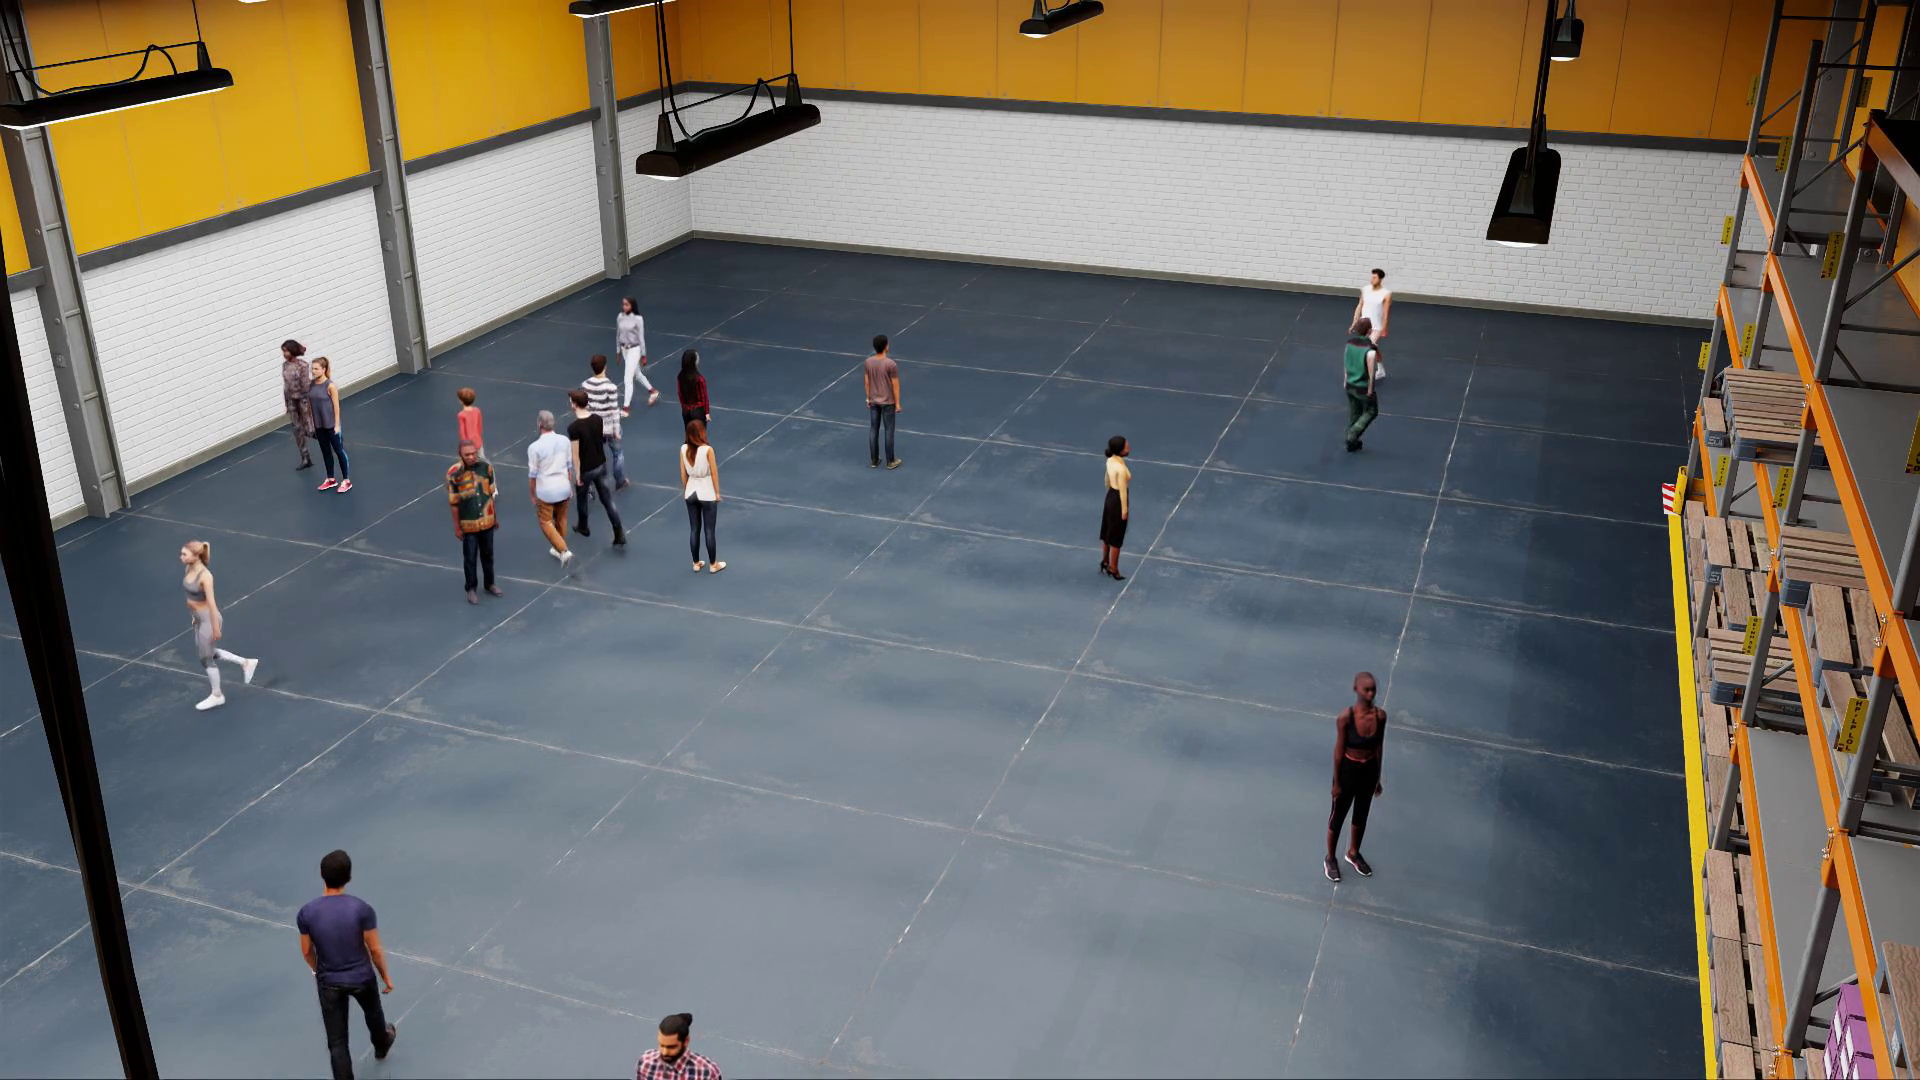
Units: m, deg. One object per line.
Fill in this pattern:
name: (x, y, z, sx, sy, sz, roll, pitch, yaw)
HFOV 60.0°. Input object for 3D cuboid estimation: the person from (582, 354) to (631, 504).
person: (-4.393, -1.327, 20.308, 0.713, 1.812, 1.183, 6, 24, 14)

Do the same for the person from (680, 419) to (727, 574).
person: (-2.875, -0.483, 18.412, 0.592, 1.784, 0.516, 8, 25, 17)

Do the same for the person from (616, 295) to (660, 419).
person: (-4.558, -2.609, 23.401, 0.797, 1.683, 1.249, 14, 27, 30)

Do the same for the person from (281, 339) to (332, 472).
person: (-8.440, -1.763, 21.434, 0.599, 1.708, 0.813, 10, 25, 21)

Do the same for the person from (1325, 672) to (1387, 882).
person: (3.121, 1.842, 13.130, 0.666, 1.755, 0.698, -6, 24, -14)

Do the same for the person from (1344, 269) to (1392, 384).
person: (6.138, -3.136, 24.535, 1.209, 1.740, 1.068, -15, 28, -30)

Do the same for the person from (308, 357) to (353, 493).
person: (-7.866, -1.443, 20.686, 0.551, 1.721, 0.519, 8, 25, 17)

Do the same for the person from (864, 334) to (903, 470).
person: (-1.005, -1.783, 21.390, 0.623, 1.780, 0.534, 9, 25, 20)

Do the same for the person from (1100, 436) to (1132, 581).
person: (1.714, -0.364, 18.302, 0.734, 1.654, 0.659, -8, 25, -18)

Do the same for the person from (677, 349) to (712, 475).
person: (-3.387, -1.616, 21.165, 0.617, 1.654, 0.555, 12, 26, 26)

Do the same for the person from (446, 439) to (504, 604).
person: (-5.190, -0.229, 17.805, 0.781, 1.806, 0.880, -18, 29, -36)

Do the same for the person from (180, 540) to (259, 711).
person: (-7.022, 0.758, 15.691, 0.801, 1.690, 0.976, 22, 32, 40)

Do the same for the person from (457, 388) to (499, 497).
person: (-5.960, -1.169, 20.475, 0.768, 1.388, 0.929, 16, 28, 33)

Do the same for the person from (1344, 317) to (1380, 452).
person: (5.220, -2.016, 21.861, 0.855, 1.831, 0.806, -16, 28, -32)

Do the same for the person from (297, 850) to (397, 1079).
person: (-3.970, 2.909, 10.725, 1.047, 1.726, 1.139, -12, 26, -25)

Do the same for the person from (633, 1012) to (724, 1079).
person: (-1.580, 3.417, 9.532, 0.700, 1.750, 0.655, 6, 24, 14)

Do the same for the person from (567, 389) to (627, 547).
person: (-4.145, -0.781, 19.005, 1.277, 1.855, 1.122, -20, 30, -38)

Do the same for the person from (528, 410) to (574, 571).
person: (-4.500, -0.541, 18.511, 1.047, 1.811, 1.013, -20, 31, -38)
